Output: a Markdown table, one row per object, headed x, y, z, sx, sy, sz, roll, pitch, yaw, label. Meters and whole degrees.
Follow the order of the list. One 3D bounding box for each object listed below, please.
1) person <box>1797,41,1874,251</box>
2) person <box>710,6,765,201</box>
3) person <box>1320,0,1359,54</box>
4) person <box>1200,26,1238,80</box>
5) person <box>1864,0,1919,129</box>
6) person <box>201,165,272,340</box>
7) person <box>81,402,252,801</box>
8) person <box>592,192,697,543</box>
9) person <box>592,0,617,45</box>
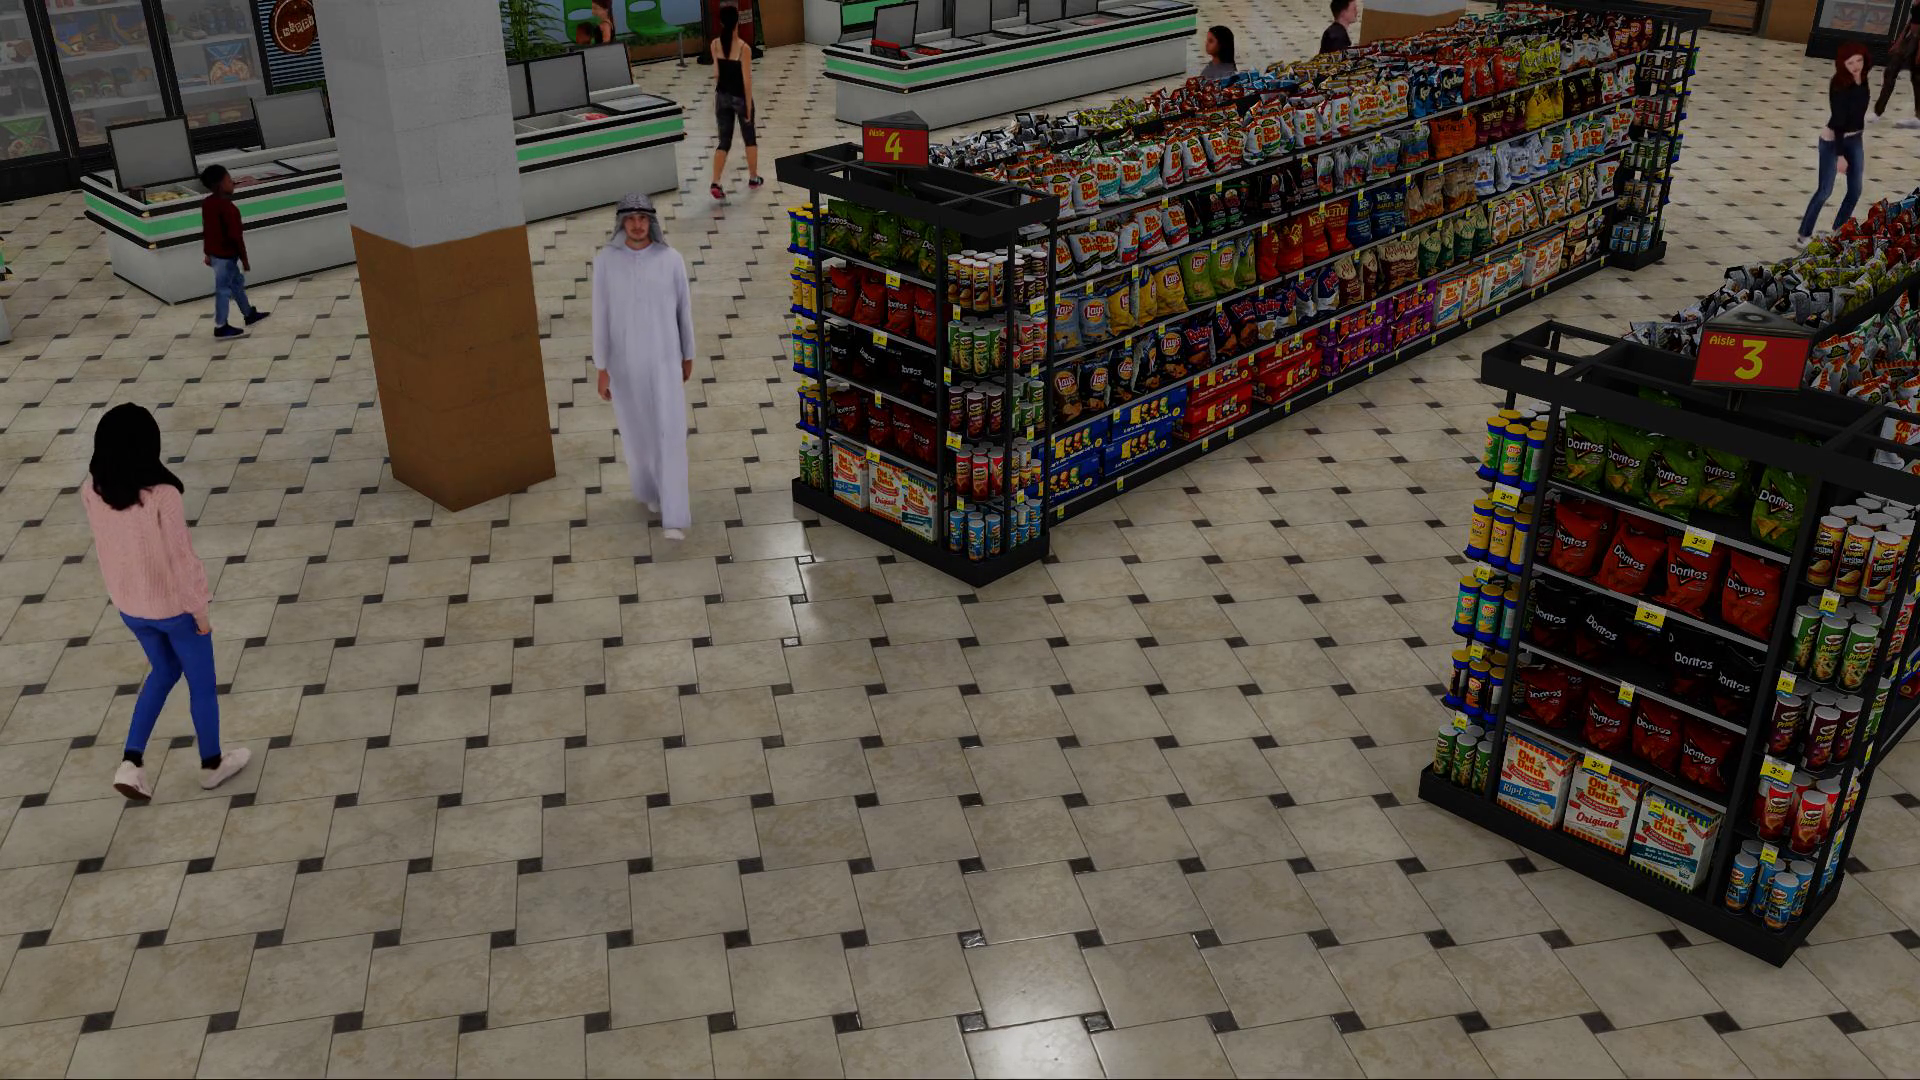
| x | y | z | sx | sy | sz | roll | pitch | yaw | label |
| --- | --- | --- | --- | --- | --- | --- | --- | --- | --- |
| 7.143 | -3.170 | 13.564 | 0.733 | 1.747 | 0.842 | -22 | 34 | -36 | person |
| -2.116 | -3.921 | 15.119 | 0.939 | 1.681 | 1.178 | 7 | 28 | 13 | person |
| 3.280 | -3.970 | 15.090 | 1.152 | 1.794 | 1.240 | 7 | 28 | 13 | person |
| 2.241 | -3.405 | 14.035 | 1.173 | 1.740 | 0.897 | -10 | 29 | -20 | person |
| 10.288 | -5.236 | 17.719 | 0.808 | 1.674 | 0.917 | 15 | 30 | 26 | person |
| -5.328 | -2.042 | 11.905 | 0.524 | 1.236 | 0.711 | 22 | 34 | 36 | person |
| -3.273 | 0.315 | 6.681 | 0.874 | 1.757 | 0.999 | 9 | 28 | 16 | person |
| -1.728 | -0.978 | 9.092 | 1.227 | 1.883 | 1.212 | -3 | 27 | -6 | person |
| -3.599 | -4.826 | 17.060 | 0.668 | 1.540 | 0.611 | 4 | 27 | 9 | person |
